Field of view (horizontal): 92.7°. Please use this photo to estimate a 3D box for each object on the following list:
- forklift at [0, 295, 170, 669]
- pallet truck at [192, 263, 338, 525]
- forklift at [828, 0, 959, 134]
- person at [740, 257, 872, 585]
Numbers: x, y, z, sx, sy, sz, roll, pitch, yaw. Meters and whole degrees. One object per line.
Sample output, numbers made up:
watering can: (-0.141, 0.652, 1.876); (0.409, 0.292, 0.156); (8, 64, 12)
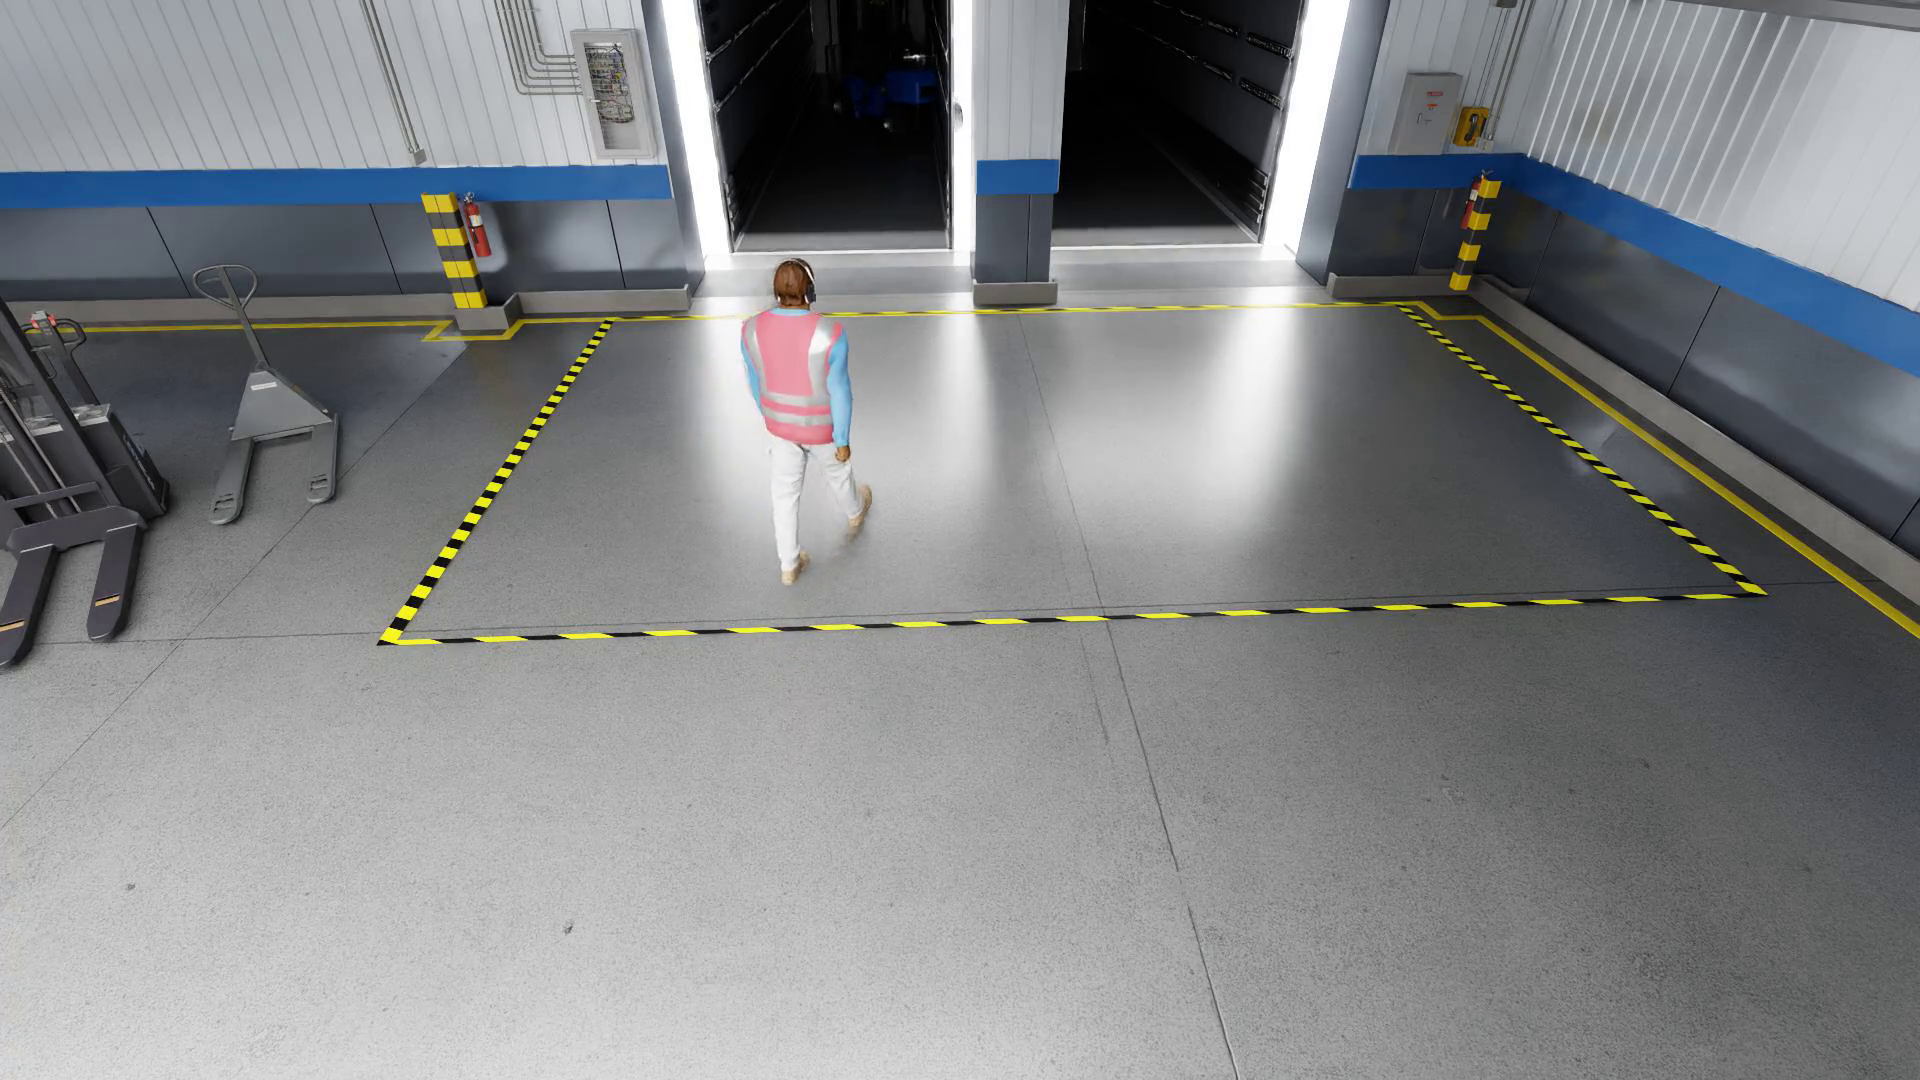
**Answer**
forklift: (-5.212, -0.618, 4.878); (0.823, 1.965, 1.885); (-20, 39, -26)
pallet truck: (-4.778, -1.027, 6.128); (0.680, 1.201, 1.601); (-17, 38, -23)
forklift: (-1.133, -8.152, 15.391); (1.157, 2.036, 2.680); (-23, 41, -29)
person: (-0.844, -0.707, 5.184); (0.633, 1.796, 0.934); (7, 36, 11)
